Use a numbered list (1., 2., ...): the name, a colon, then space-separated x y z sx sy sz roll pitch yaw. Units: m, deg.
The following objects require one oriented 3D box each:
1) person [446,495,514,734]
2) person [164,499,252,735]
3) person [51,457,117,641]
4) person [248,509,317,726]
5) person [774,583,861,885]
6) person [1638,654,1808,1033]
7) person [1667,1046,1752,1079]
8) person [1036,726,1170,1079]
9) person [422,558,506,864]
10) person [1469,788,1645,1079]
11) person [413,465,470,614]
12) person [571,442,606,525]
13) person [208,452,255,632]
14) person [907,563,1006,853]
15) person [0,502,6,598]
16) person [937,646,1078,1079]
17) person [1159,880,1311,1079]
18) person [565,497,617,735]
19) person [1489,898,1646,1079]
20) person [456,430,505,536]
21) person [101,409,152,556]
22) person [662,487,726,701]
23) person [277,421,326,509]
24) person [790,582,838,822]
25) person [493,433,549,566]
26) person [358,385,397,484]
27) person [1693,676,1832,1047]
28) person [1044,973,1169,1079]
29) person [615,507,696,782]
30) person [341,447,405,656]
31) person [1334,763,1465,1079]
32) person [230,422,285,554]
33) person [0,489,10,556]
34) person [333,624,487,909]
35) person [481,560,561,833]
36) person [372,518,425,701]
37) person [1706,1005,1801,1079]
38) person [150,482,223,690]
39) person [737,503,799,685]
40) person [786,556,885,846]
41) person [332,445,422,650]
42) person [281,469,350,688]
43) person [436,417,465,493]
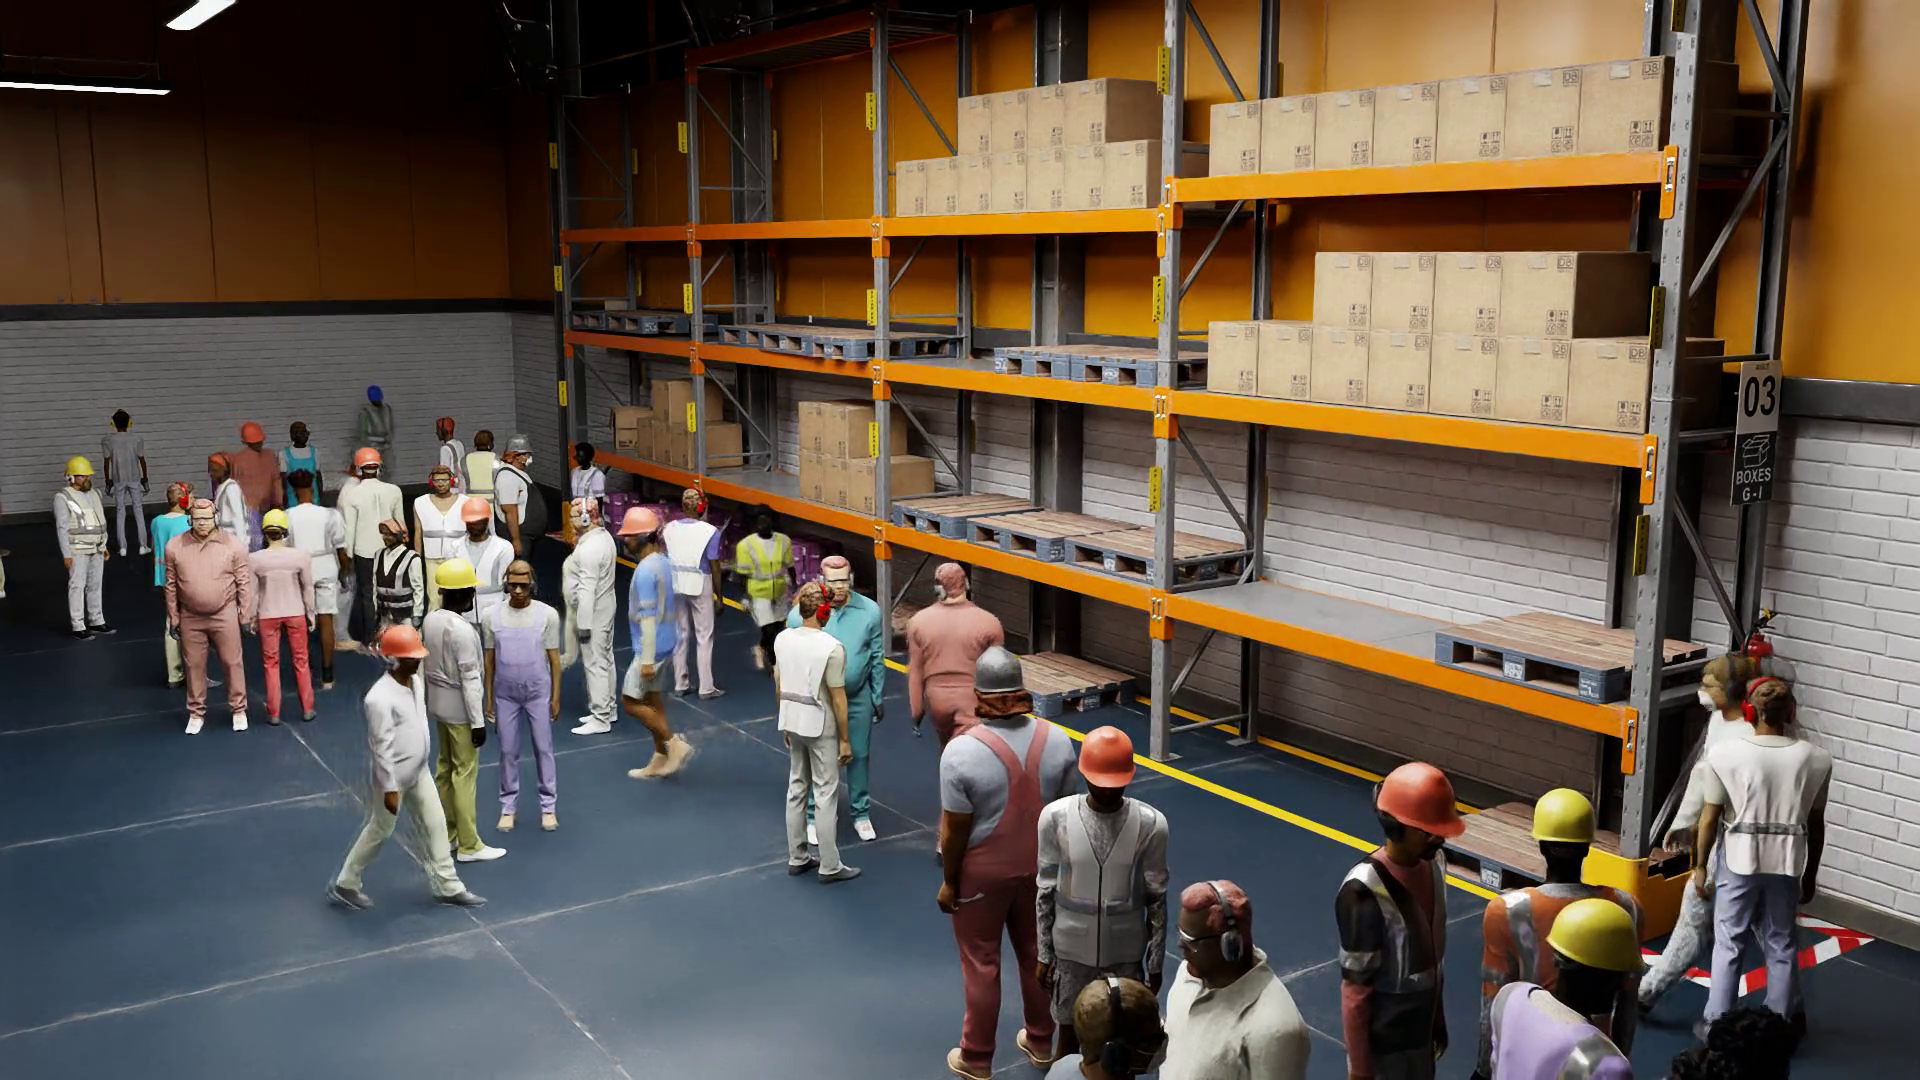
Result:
1. person: -3.810 0.596 13.228 0.550 1.935 0.365 0 10 -1
2. person: -5.982 0.613 13.258 0.642 1.901 0.395 -2 10 -13
3. person: -8.714 0.077 16.577 0.404 1.830 0.602 2 10 12
4. person: -5.529 0.629 13.546 0.542 1.765 0.334 -5 11 -25
5. person: -0.894 1.176 10.110 0.563 1.838 0.390 8 12 39
6. person: 3.701 1.486 8.146 1.052 1.877 0.628 3 10 16
7. person: 2.004 2.196 4.535 0.533 1.698 0.318 -1 10 -7
8. person: 0.584 1.691 6.851 0.549 1.926 0.387 1 10 6
9. person: -3.153 1.068 10.478 0.369 1.928 0.585 -9 13 -42
10. person: 2.129 1.834 5.986 0.595 1.923 0.364 -1 10 -6
11. person: -4.893 0.197 15.830 0.567 1.846 0.389 -3 10 -18
12. person: -4.287 -0.291 19.157 0.528 1.690 0.318 7 12 37
13. person: -7.333 0.049 16.592 0.505 1.872 0.595 -5 11 -27
14. person: 0.006 1.070 10.727 0.682 1.847 1.008 3 10 19
15. person: -10.849 -0.140 18.433 0.503 1.632 0.271 3 10 16
16. person: 0.170 1.483 7.712 0.688 2.000 0.536 -5 11 -28
17. person: 0.806 1.981 5.228 0.402 1.896 0.652 -4 10 -21
18. person: -2.954 0.599 13.319 0.399 1.902 0.643 0 10 0
19. person: 1.827 2.001 5.050 0.391 1.915 0.592 -3 10 -17
20. person: -5.394 -0.339 18.996 0.626 1.844 0.429 0 10 1
21. person: -10.627 -0.733 21.211 0.524 1.876 0.325 -4 10 -22
22. person: -2.293 0.469 14.263 0.571 1.838 0.381 5 11 26
23. person: -7.872 -0.498 19.911 0.513 1.846 0.335 -7 12 -35
24. person: -1.000 1.084 11.247 0.283 1.631 0.503 -3 10 -15
25. person: -4.447 -0.084 16.910 0.535 2.000 0.681 -1 10 -7
26. person: -8.741 -1.387 24.988 0.624 1.896 0.647 7 12 34
27. person: 3.778 1.560 7.860 0.562 1.837 0.389 1 10 7
28. person: 0.390 2.087 4.466 0.371 1.941 0.627 -2 10 -12
29. person: -2.228 0.769 11.935 0.455 2.026 0.641 0 10 1
30. person: -5.612 0.108 15.920 0.623 1.992 0.396 -9 13 -44
31. person: 1.600 1.778 6.032 0.410 2.028 0.617 9 13 43
32. person: -8.160 -0.408 19.133 0.879 1.952 0.645 4 10 22
33. person: -12.408 -0.759 21.010 0.611 1.995 0.380 2 10 10
34. person: -3.259 1.319 9.636 0.884 1.710 0.582 2 10 9
35. person: -2.886 1.031 10.983 0.510 1.839 0.346 -1 10 -5
36. person: -4.695 0.626 13.918 0.518 1.640 0.307 4 11 24
37. person: 2.244 2.142 4.901 0.564 1.671 0.605 -3 10 -18
38. person: -6.819 0.415 14.565 0.570 1.840 0.375 4 11 24
39. person: -1.762 0.460 14.859 0.589 1.658 0.648 -6 11 -30
40. person: -0.794 1.034 10.778 0.646 1.900 0.399 -3 10 -16
41. person: -5.695 0.053 16.108 0.936 2.000 0.738 -1 10 -4
42. person: -5.814 0.316 14.899 0.650 1.918 0.925 -5 11 -27
43. person: -6.159 -0.553 20.152 0.367 1.879 0.578 1 10 3
